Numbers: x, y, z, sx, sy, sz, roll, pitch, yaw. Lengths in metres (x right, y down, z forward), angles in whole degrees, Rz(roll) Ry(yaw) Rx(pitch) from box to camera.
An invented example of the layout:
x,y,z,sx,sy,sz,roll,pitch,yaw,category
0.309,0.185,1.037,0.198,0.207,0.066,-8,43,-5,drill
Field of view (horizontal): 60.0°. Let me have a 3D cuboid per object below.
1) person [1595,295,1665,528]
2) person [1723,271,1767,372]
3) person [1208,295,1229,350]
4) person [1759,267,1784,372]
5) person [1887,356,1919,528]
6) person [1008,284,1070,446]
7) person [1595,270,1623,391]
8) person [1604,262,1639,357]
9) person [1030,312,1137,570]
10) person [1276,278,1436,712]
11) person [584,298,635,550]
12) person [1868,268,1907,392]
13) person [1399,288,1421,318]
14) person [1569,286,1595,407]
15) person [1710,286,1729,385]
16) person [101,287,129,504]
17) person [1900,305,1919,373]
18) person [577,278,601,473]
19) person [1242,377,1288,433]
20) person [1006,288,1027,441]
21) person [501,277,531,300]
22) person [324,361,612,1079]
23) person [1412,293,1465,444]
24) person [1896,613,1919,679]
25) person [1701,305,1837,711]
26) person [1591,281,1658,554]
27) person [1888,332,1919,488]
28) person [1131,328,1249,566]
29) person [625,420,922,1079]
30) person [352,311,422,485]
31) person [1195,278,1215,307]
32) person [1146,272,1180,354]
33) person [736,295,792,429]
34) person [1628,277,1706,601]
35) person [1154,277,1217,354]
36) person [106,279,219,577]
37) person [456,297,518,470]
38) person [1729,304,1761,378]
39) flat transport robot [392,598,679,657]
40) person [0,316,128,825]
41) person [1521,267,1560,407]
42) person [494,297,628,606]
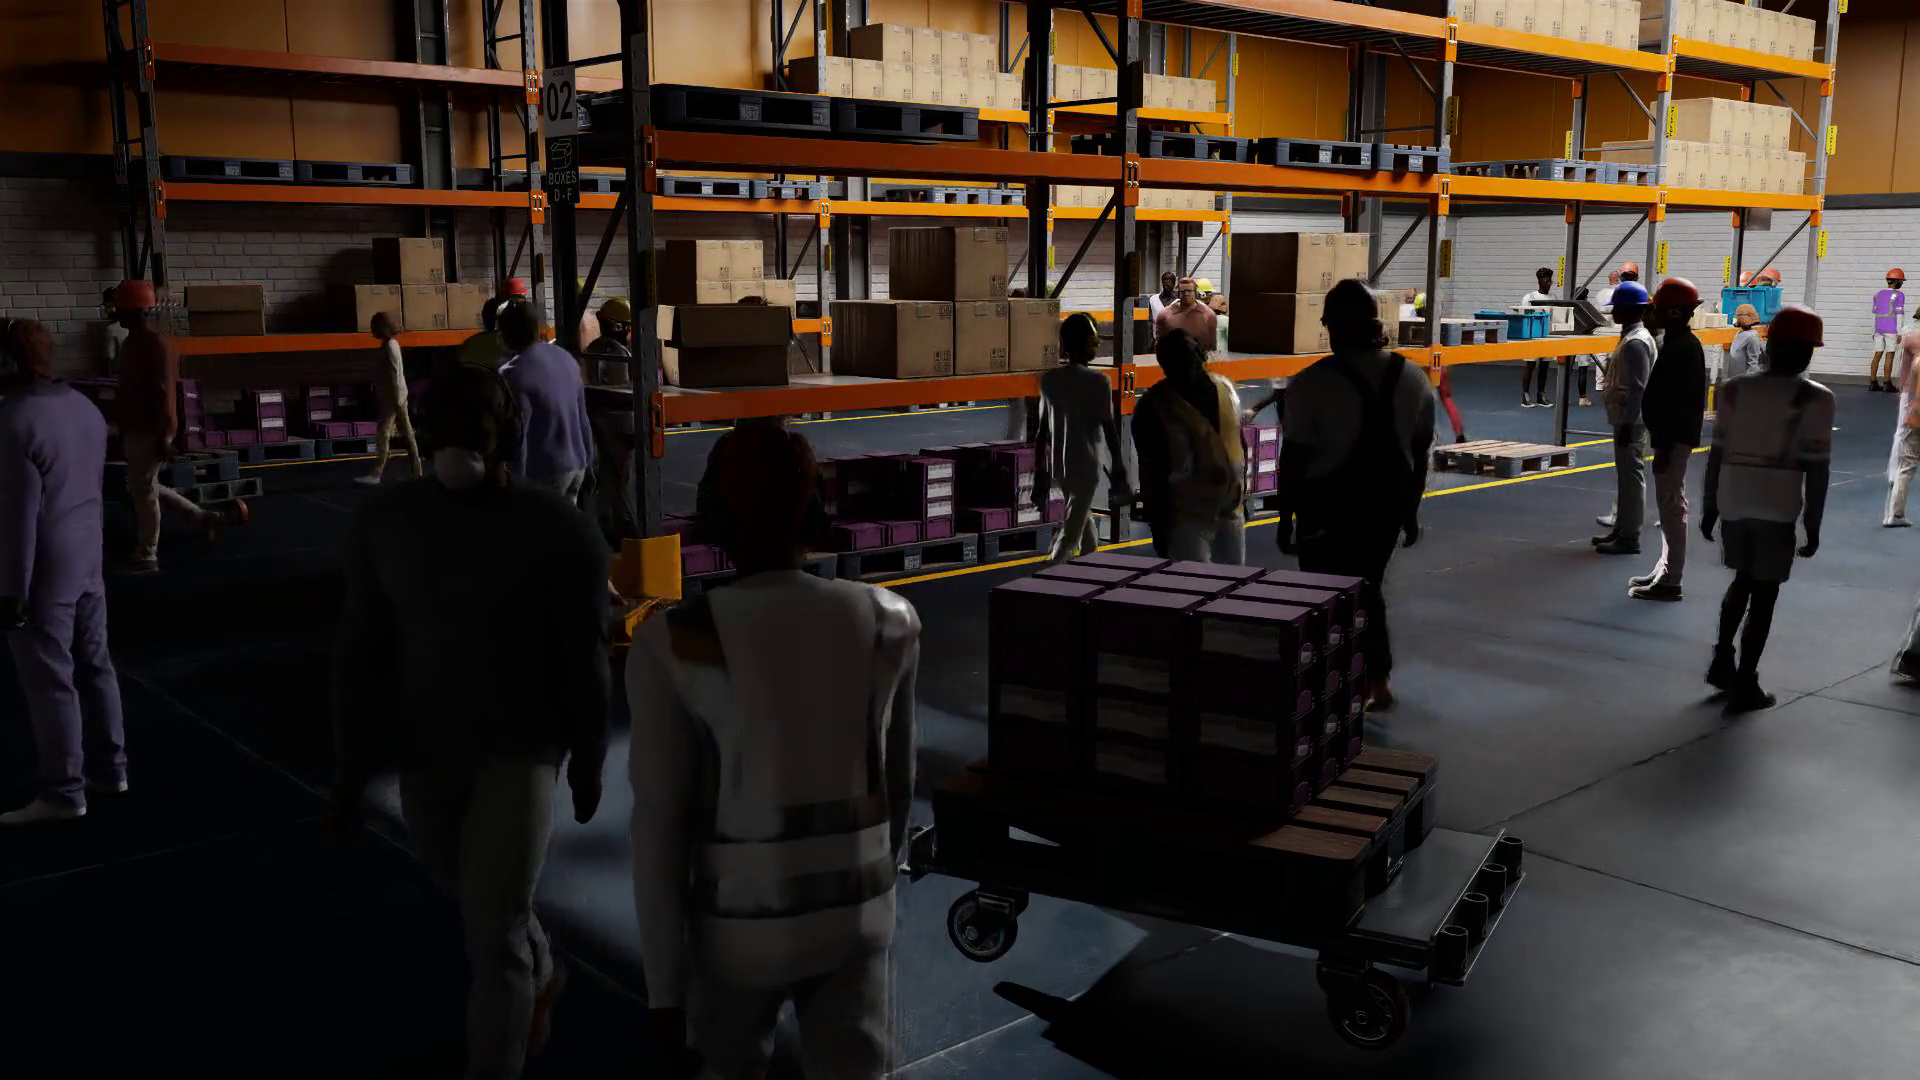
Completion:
x,y,z,sx,sy,sz,roll,pitch,yaw,category
5.322,-0.968,12.851,0.959,1.815,0.560,-7,12,-36,person
9.971,-2.439,21.153,0.382,1.932,0.541,-9,13,-42,person
3.278,-2.321,21.319,0.501,1.633,0.282,7,12,34,person
11.233,-2.835,23.368,0.628,1.970,0.621,-6,11,-30,person
7.690,-0.887,13.029,0.877,1.594,0.522,-4,10,-20,person
0.682,-1.475,15.579,0.839,1.891,0.612,-6,12,-33,person
10.231,-3.262,26.018,0.408,1.913,0.643,-4,11,-23,person
9.493,-2.938,23.732,0.611,2.042,0.396,3,10,15,person
0.654,-0.353,9.278,0.993,1.823,0.518,-8,12,-38,person
1.721,-0.159,7.469,0.703,2.000,0.536,-3,10,-16,person
-2.491,-0.839,12.090,0.403,1.824,0.588,-7,12,-34,person
14.534,-3.274,26.019,0.374,1.934,0.549,-3,10,-17,person
7.049,-3.167,26.289,0.475,1.622,0.528,-5,11,-26,person
8.752,-2.736,23.566,0.533,1.697,0.318,9,13,43,person
12.609,-3.364,27.410,0.513,1.639,0.307,6,11,30,person
-7.201,-1.241,14.332,0.344,1.865,0.536,1,10,8,person
10.228,-1.748,17.645,0.294,1.744,0.485,-9,13,-43,person
-3.785,-1.606,16.315,0.684,1.904,0.624,6,11,31,person
3.722,-2.088,19.819,0.699,1.680,0.536,-1,10,-6,person
0.648,-1.605,16.618,0.702,1.808,0.622,-9,13,-42,person
-4.709,-1.768,17.272,0.544,1.913,0.849,7,12,37,person
-1.124,0.509,4.001,0.628,1.902,1.021,2,10,9,person
5.425,-1.951,18.932,0.543,1.711,0.820,-4,11,-23,person
5.165,-0.175,8.257,1.008,1.821,0.614,-4,10,-20,person
3.797,-0.148,7.848,0.571,1.899,0.558,-7,12,-36,person
4.775,-0.871,11.909,0.404,1.948,0.605,3,10,19,person
8.820,-1.318,15.155,0.582,1.734,0.524,-6,11,-31,person
1.186,-0.127,8.041,0.781,1.788,0.440,-7,12,-34,person
-0.340,0.700,3.053,0.569,1.825,0.942,-4,11,-23,person
-5.387,-1.310,15.483,0.772,1.605,0.587,-2,10,-14,person
3.175,-2.533,21.973,0.404,1.834,0.591,-2,10,-9,person
2.832,-2.694,22.685,0.588,1.914,0.391,4,11,23,person
-1.522,-0.957,12.765,0.576,1.826,0.444,5,11,29,person
4.393,-0.622,10.311,0.378,1.996,0.610,5,11,25,person
2.321,-1.736,17.106,0.658,1.909,0.401,1,10,4,person
-5.410,-0.759,11.192,0.619,1.975,0.722,9,13,42,person
-3.248,-0.807,11.880,0.644,1.839,0.452,4,11,23,person
8.124,-1.637,17.311,0.280,1.634,0.498,1,10,4,person
-2.276,0.453,9.061,1.431,0.197,0.652,1,10,6,flat transport robot
-3.459,0.115,6.273,0.403,1.905,0.651,0,10,1,person
8.181,-2.847,23.421,0.617,1.964,0.361,-4,10,-20,person
-2.179,-0.343,8.927,0.543,1.915,0.650,3,10,18,person
